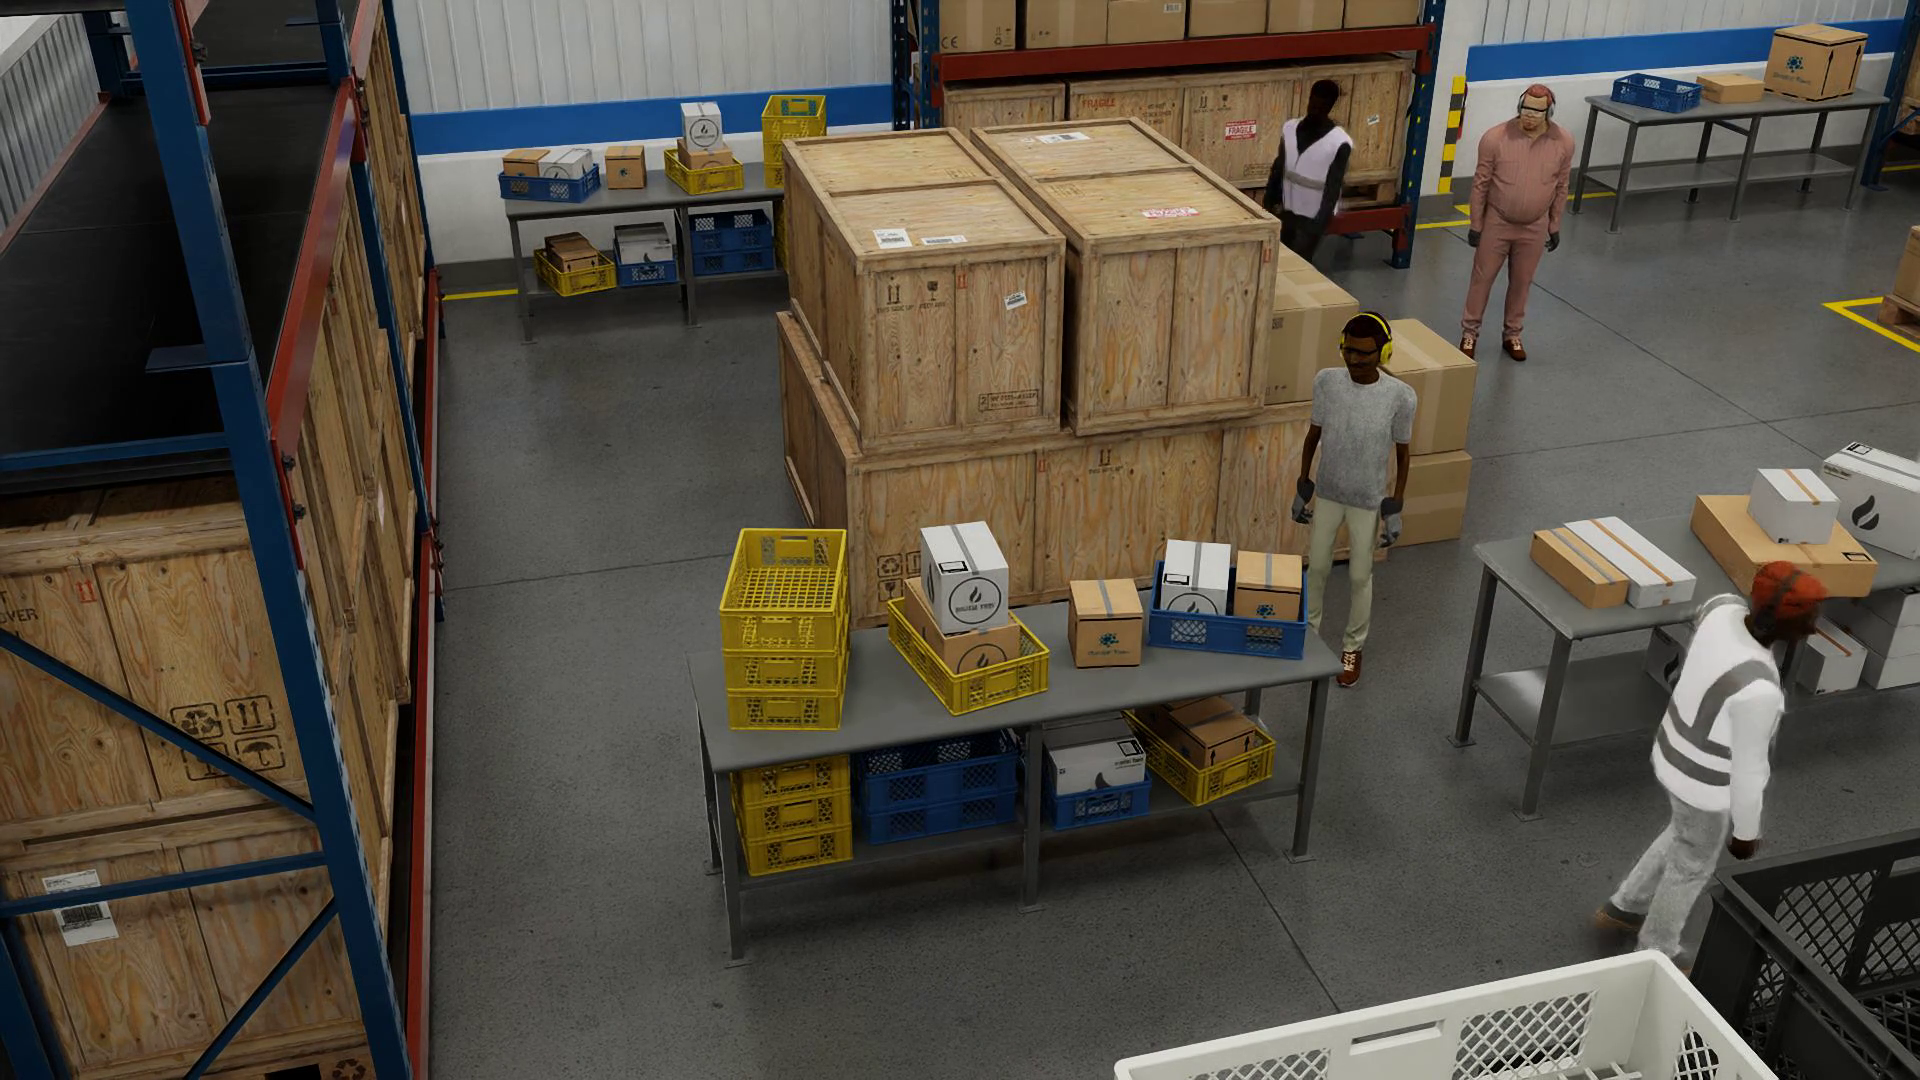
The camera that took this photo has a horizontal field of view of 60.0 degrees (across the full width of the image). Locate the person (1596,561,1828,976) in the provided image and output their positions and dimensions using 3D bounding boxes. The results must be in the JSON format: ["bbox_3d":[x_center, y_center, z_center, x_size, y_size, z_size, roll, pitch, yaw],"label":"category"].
[{"bbox_3d":[2.660,0.852,5.923,0.376,1.866,0.623,4,29,7],"label":"person"}]

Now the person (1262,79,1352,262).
[{"bbox_3d":[2.324,-2.228,11.481,0.548,1.880,0.626,-18,34,-30],"label":"person"}]

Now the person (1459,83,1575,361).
[{"bbox_3d":[3.777,-2.141,11.294,0.642,1.905,0.399,2,29,4],"label":"person"}]

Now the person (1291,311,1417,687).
[{"bbox_3d":[1.814,-0.180,7.778,0.538,1.862,0.313,16,32,26],"label":"person"}]
